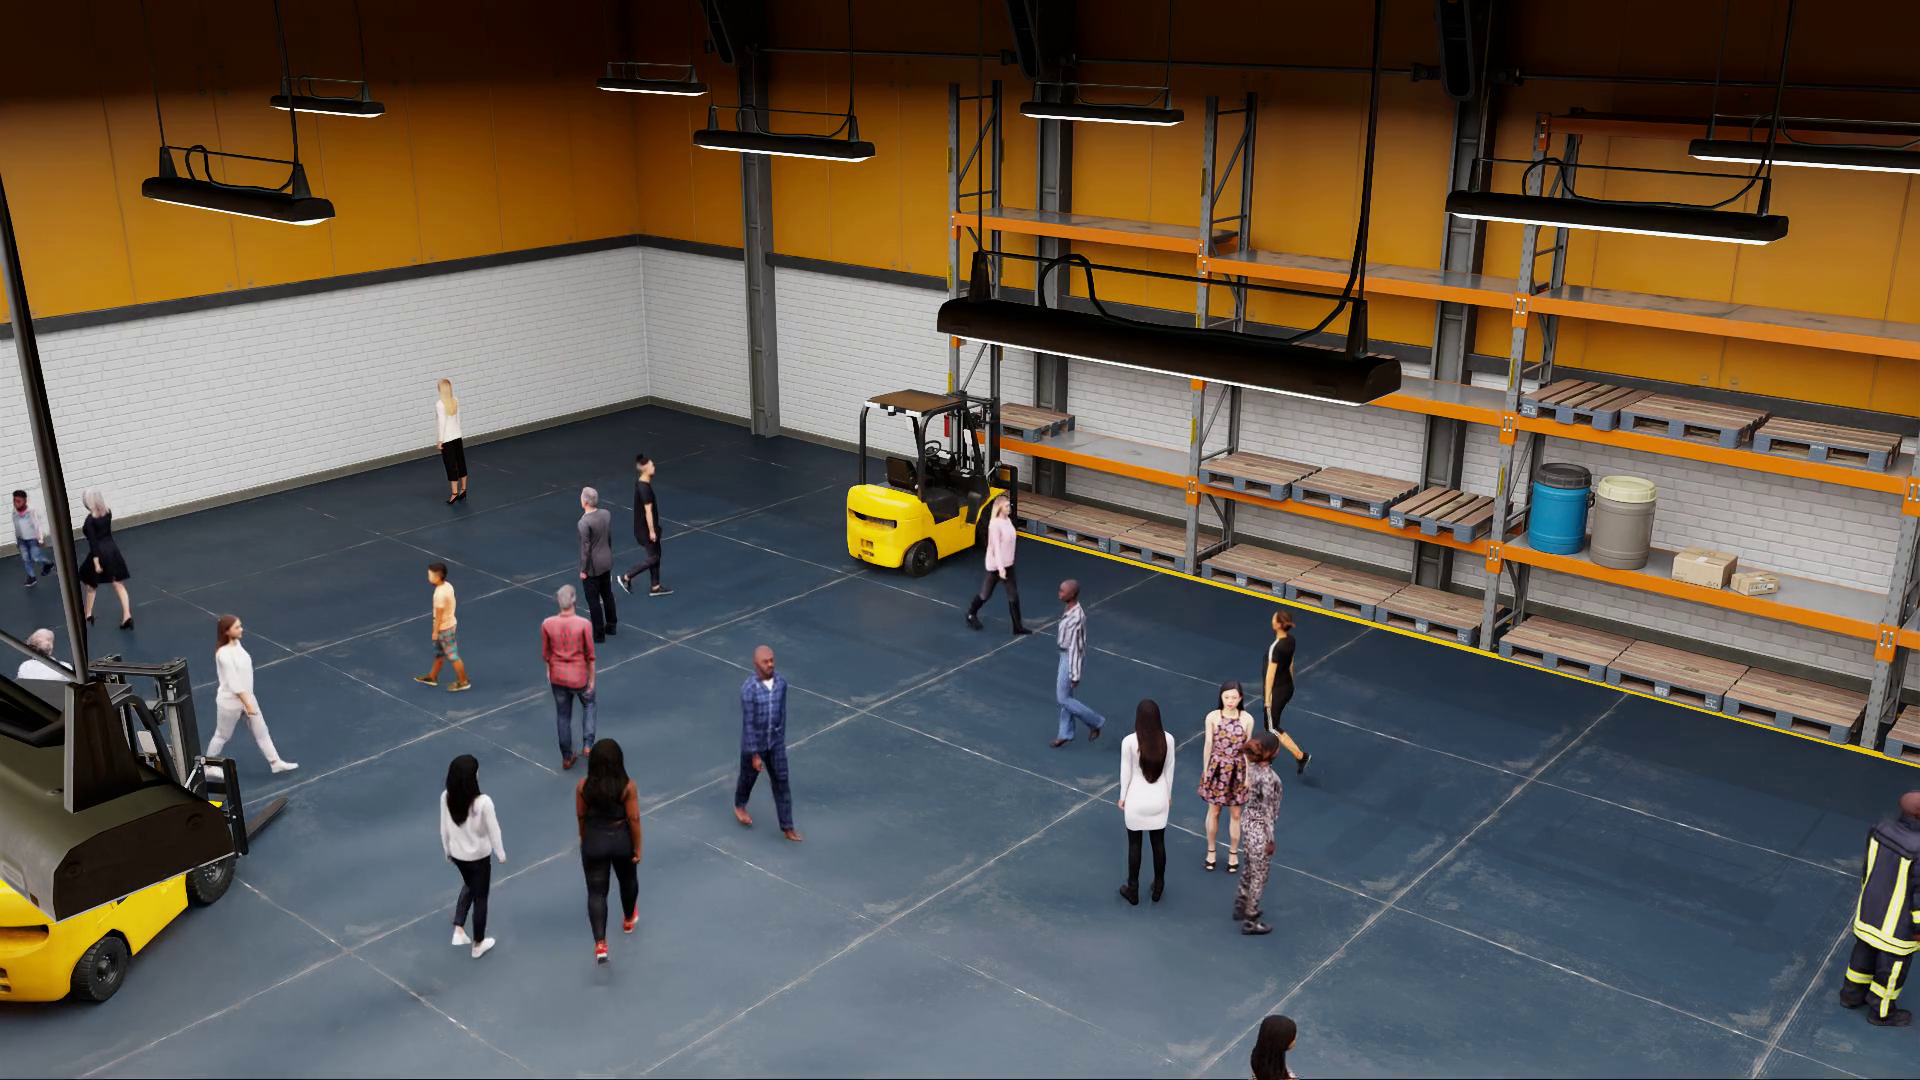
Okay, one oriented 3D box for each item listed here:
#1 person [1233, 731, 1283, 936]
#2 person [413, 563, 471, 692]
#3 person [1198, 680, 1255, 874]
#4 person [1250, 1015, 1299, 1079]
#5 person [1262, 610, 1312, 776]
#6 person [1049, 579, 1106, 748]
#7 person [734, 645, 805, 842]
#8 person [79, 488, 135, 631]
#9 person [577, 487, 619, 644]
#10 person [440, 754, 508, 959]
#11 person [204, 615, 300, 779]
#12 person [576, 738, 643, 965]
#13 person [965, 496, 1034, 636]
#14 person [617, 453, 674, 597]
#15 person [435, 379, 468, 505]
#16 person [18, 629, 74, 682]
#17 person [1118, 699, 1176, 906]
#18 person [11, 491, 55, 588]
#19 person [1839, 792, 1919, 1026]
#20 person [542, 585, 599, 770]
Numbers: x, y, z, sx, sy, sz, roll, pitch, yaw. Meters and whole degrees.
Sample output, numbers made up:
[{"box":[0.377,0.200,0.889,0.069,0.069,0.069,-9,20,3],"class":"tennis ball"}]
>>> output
[{"box":[2.374,2.317,13.290,0.734,1.713,0.669,-3,19,-8],"class":"person"},{"box":[-5.452,0.933,17.821,0.897,1.445,0.859,-3,19,-8],"class":"person"},{"box":[2.272,2.006,14.119,0.777,1.774,0.856,2,19,6],"class":"person"},{"box":[1.740,3.530,9.829,0.986,1.624,1.080,-8,20,-22],"class":"person"},{"box":[3.106,1.468,15.908,0.921,1.653,0.577,15,24,37],"class":"person"},{"box":[1.180,1.236,16.385,0.940,1.788,0.874,0,19,0],"class":"person"},{"box":[-1.815,1.780,14.797,0.841,1.771,1.241,-14,23,-36],"class":"person"},{"box":[-9.922,0.247,19.422,1.073,1.723,0.905,4,19,10],"class":"person"},{"box":[-4.206,0.271,19.168,0.704,1.839,0.788,7,20,21],"class":"person"},{"box":[-3.829,2.478,12.855,0.671,1.686,0.766,7,20,21],"class":"person"},{"box":[-6.936,1.530,15.735,1.157,1.646,1.052,0,19,-1],"class":"person"},{"box":[-2.737,2.418,12.879,1.138,1.786,1.215,-2,19,-7],"class":"person"},{"box":[0.376,0.300,19.379,1.124,1.651,0.654,13,23,34],"class":"person"},{"box":[-3.922,-0.159,20.433,1.037,1.847,1.004,-4,19,-12],"class":"person"},{"box":[-7.418,-1.439,24.217,0.622,1.858,0.674,8,20,23],"class":"person"},{"box":[-8.190,1.711,14.941,1.034,1.809,1.072,0,19,0],"class":"person"},{"box":[1.525,2.144,13.658,0.685,1.808,0.727,-3,19,-9],"class":"person"},{"box":[-11.761,-0.052,21.066,0.743,1.242,0.771,2,19,7],"class":"person"},{"box":[6.801,2.655,12.116,0.922,1.822,0.821,-5,19,-14],"class":"person"},{"box":[-3.770,1.353,16.002,0.846,1.811,0.916,0,19,-1],"class":"person"}]
